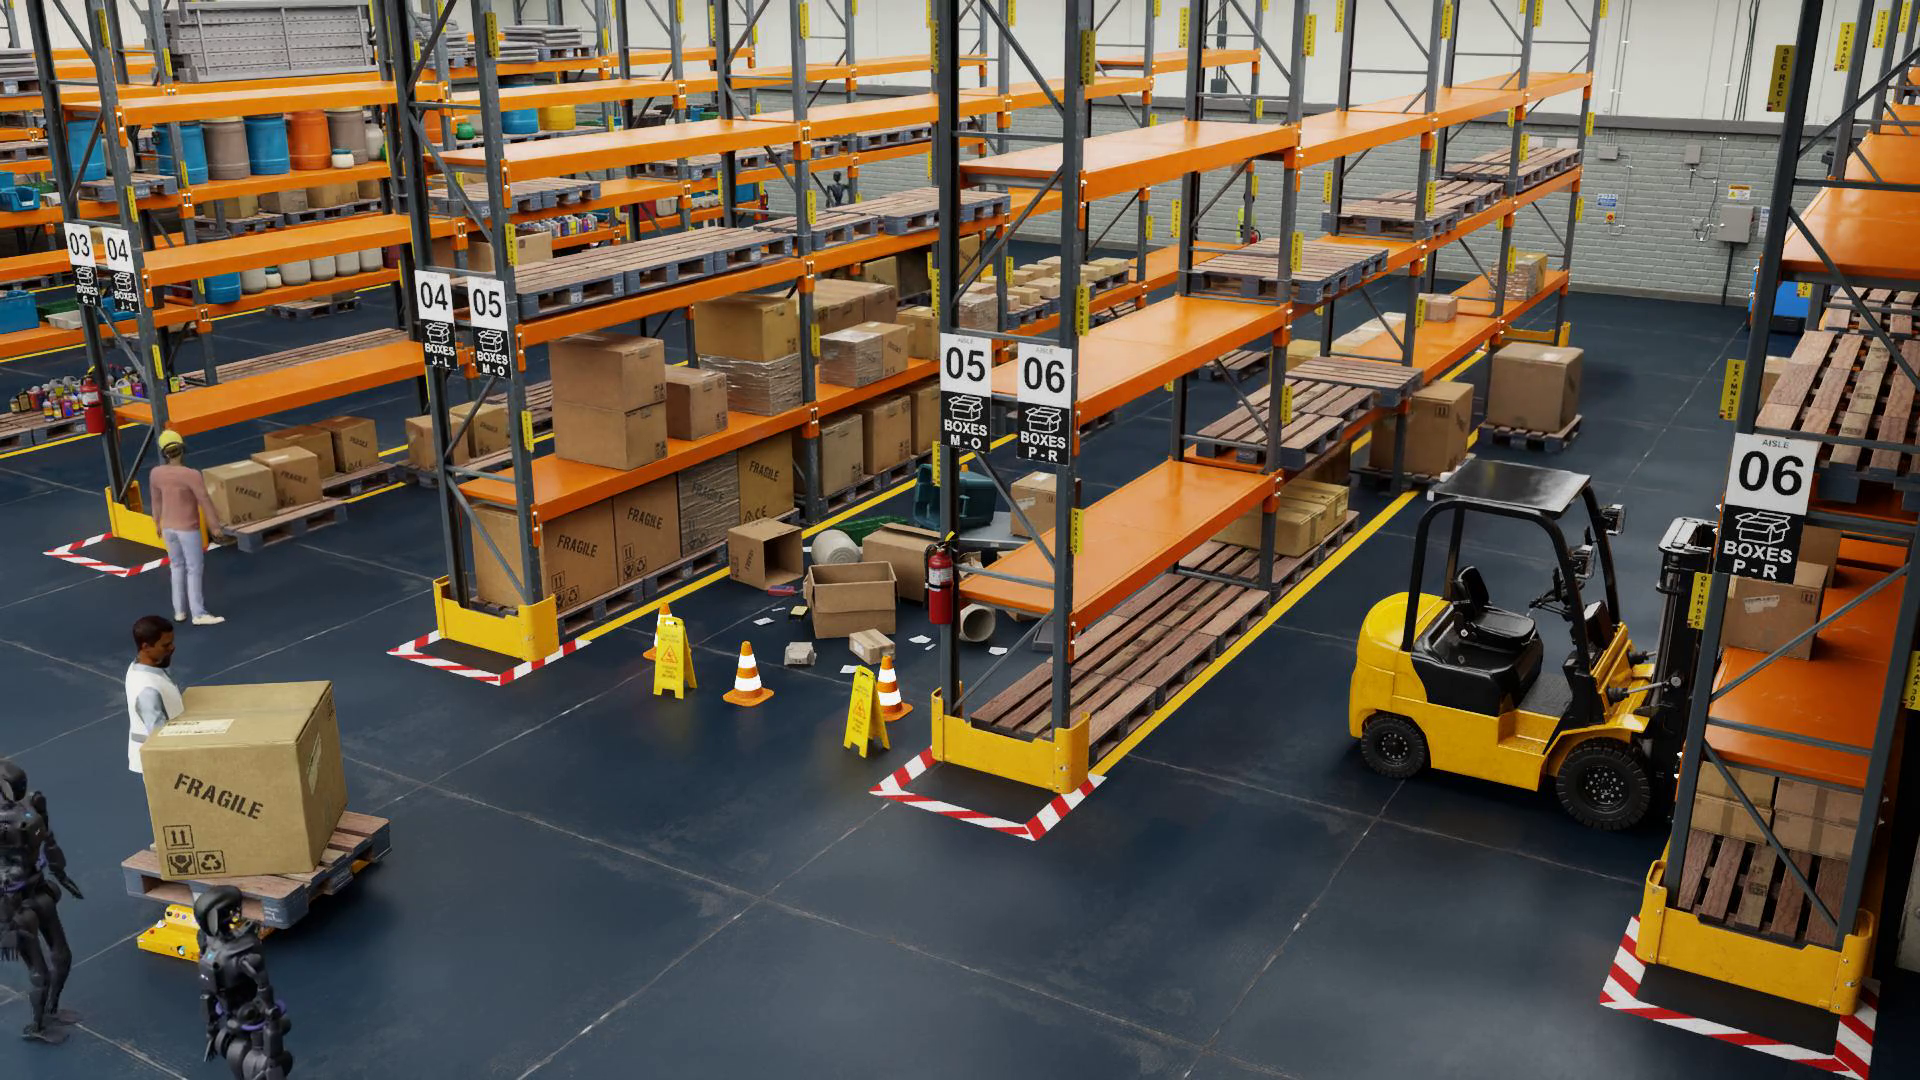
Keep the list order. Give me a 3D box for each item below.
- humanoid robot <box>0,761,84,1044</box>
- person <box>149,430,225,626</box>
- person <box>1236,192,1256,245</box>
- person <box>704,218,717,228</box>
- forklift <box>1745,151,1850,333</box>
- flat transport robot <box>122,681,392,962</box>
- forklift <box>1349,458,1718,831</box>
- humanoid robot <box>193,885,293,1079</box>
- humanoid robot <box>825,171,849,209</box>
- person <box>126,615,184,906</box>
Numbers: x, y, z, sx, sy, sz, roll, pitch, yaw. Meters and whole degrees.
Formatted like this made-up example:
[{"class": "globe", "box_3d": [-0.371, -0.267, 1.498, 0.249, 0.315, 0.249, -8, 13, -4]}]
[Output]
[{"class": "humanoid robot", "box_3d": [-4.971, 1.920, 8.920, 0.353, 1.651, 0.585, 1, 19, 3]}, {"class": "person", "box_3d": [-6.797, -0.097, 14.645, 0.669, 1.748, 0.365, 6, 20, 17]}, {"class": "person", "box_3d": [5.239, -5.564, 30.518, 0.321, 1.692, 0.530, 10, 22, 27]}, {"class": "person", "box_3d": [-5.240, -7.062, 34.863, 0.490, 1.688, 0.348, -6, 20, -18]}, {"class": "forklift", "box_3d": [13.620, -4.667, 26.137, 1.873, 2.768, 1.129, 11, 22, 29]}, {"class": "flat transport robot", "box_3d": [-4.346, 2.161, 10.368, 0.659, 0.231, 1.431, 6, 20, 18]}, {"class": "forklift", "box_3d": [3.988, 0.658, 11.776, 2.313, 2.155, 1.214, 11, 22, 29]}, {"class": "humanoid robot", "box_3d": [-3.325, 2.335, 7.716, 0.610, 1.642, 0.468, 13, 23, 32]}, {"class": "humanoid robot", "box_3d": [-2.457, -6.678, 33.842, 0.609, 1.638, 0.767, -10, 21, -26]}, {"class": "person", "box_3d": [-4.855, 1.366, 10.152, 0.391, 1.913, 0.587, -10, 22, -27]}]
